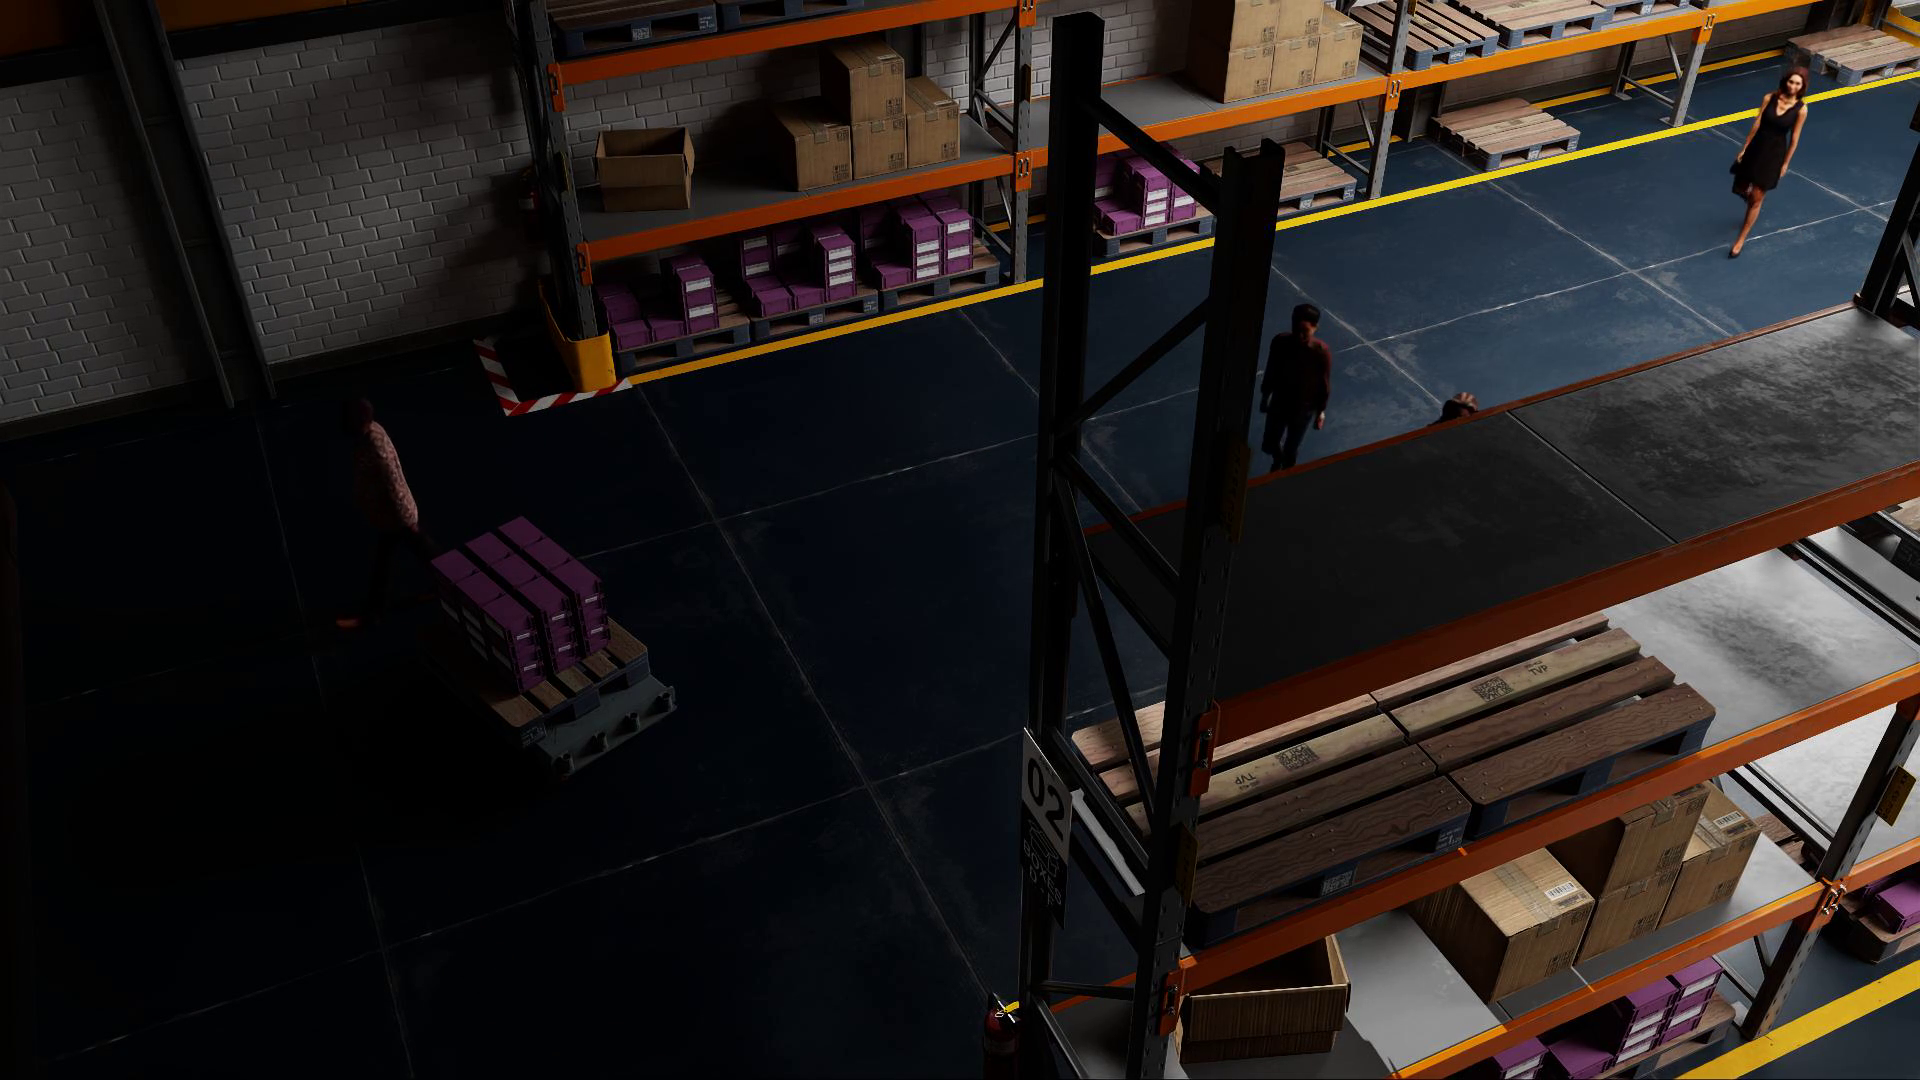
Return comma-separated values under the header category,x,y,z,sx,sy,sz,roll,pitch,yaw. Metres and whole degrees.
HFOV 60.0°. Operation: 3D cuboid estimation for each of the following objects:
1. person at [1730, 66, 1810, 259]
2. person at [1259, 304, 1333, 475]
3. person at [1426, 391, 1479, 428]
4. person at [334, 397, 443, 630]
category,x,y,z,sx,sy,sz,roll,pitch,yaw
person,7.463,-3.528,15.402,0.822,1.825,0.956,29,47,31
person,2.489,-1.046,12.348,0.867,1.759,0.928,15,41,18
person,3.360,-0.331,11.516,0.875,1.680,1.159,29,47,31
person,-3.784,-0.226,11.315,1.121,1.766,0.763,-19,42,-22
